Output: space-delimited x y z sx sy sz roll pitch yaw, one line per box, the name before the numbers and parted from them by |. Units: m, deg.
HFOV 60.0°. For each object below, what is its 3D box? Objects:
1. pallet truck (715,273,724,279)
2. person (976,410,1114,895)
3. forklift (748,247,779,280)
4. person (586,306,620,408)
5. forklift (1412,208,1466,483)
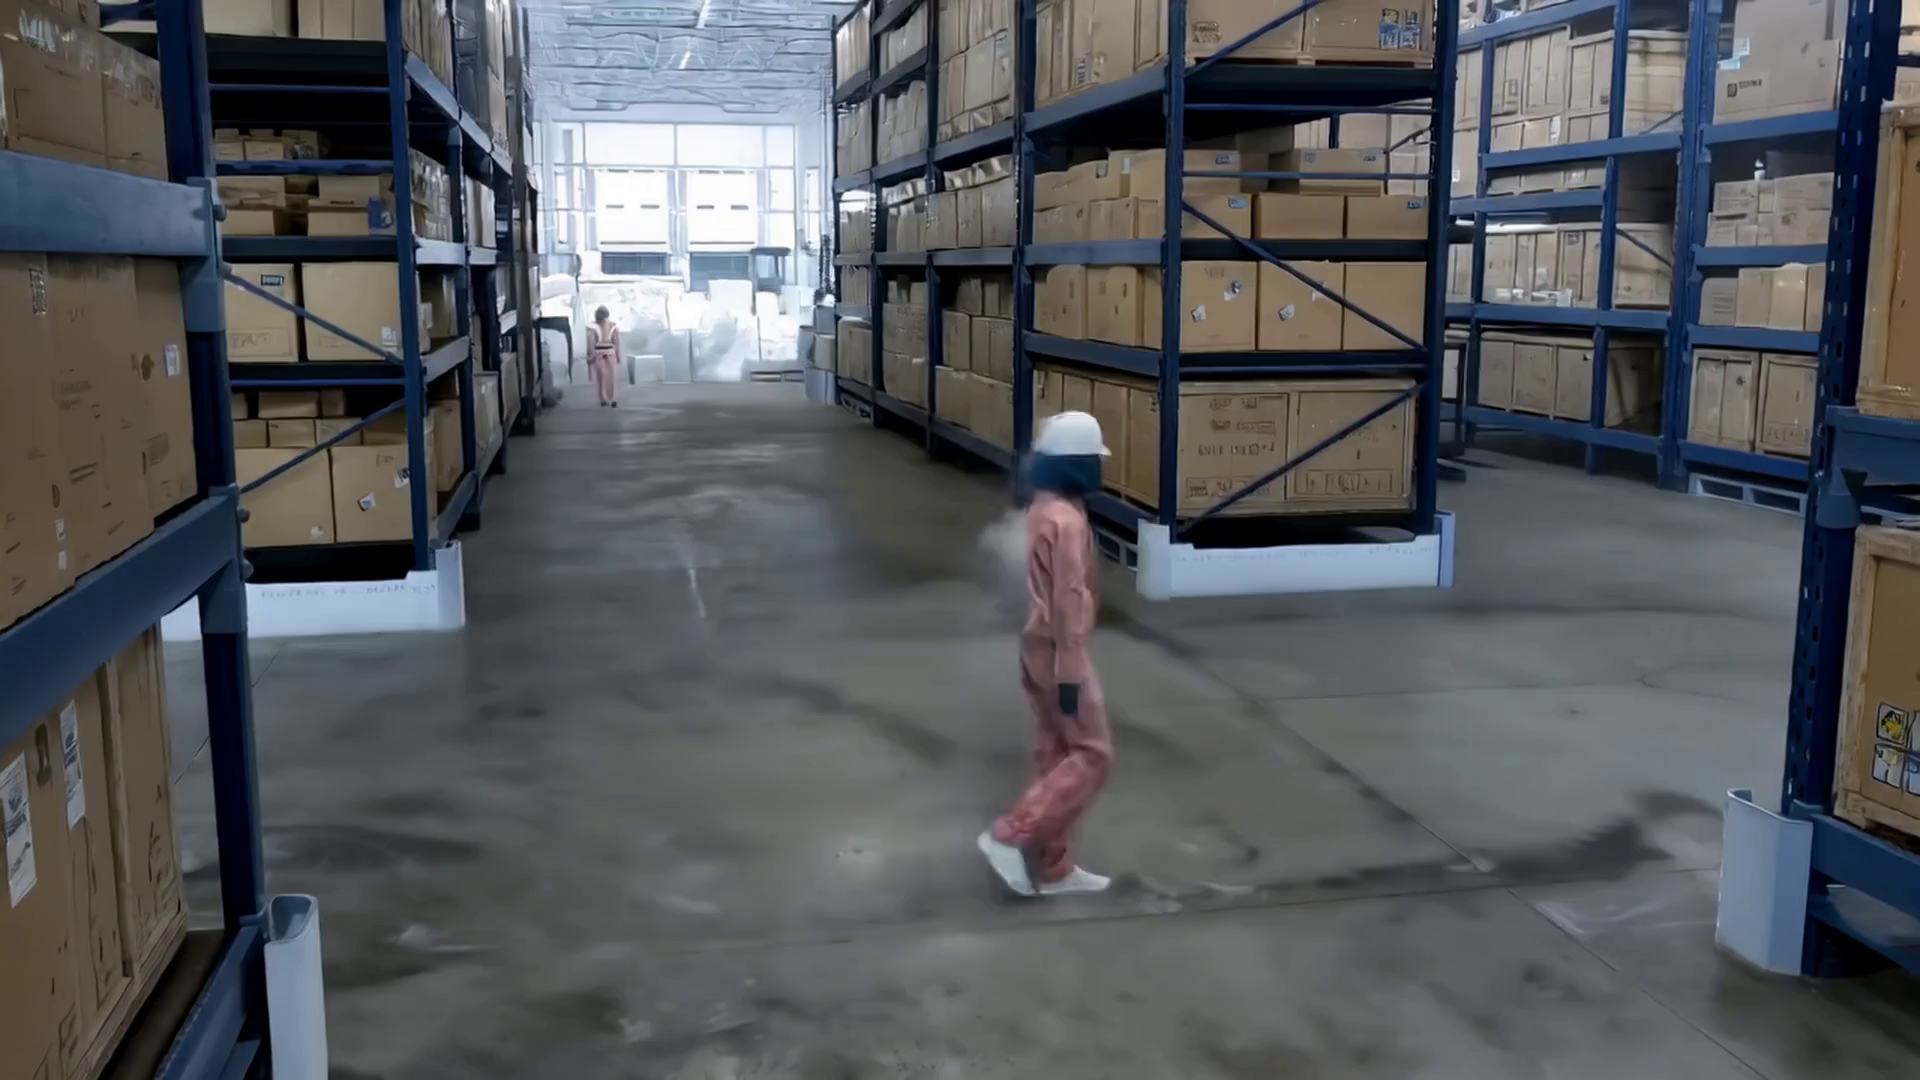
pallet truck | -8.580 -8.986 62.280 1.885 1.965 0.823 1 9 5
person | 0.327 0.414 5.779 0.424 1.727 0.510 -1 9 -7
forklift | -6.003 -7.579 51.020 1.129 2.768 1.873 -6 11 -31
person | -5.624 -2.880 26.256 0.536 1.593 0.835 -3 10 -19
forklift | 4.383 -2.065 17.413 1.129 2.768 1.873 -2 10 -12
